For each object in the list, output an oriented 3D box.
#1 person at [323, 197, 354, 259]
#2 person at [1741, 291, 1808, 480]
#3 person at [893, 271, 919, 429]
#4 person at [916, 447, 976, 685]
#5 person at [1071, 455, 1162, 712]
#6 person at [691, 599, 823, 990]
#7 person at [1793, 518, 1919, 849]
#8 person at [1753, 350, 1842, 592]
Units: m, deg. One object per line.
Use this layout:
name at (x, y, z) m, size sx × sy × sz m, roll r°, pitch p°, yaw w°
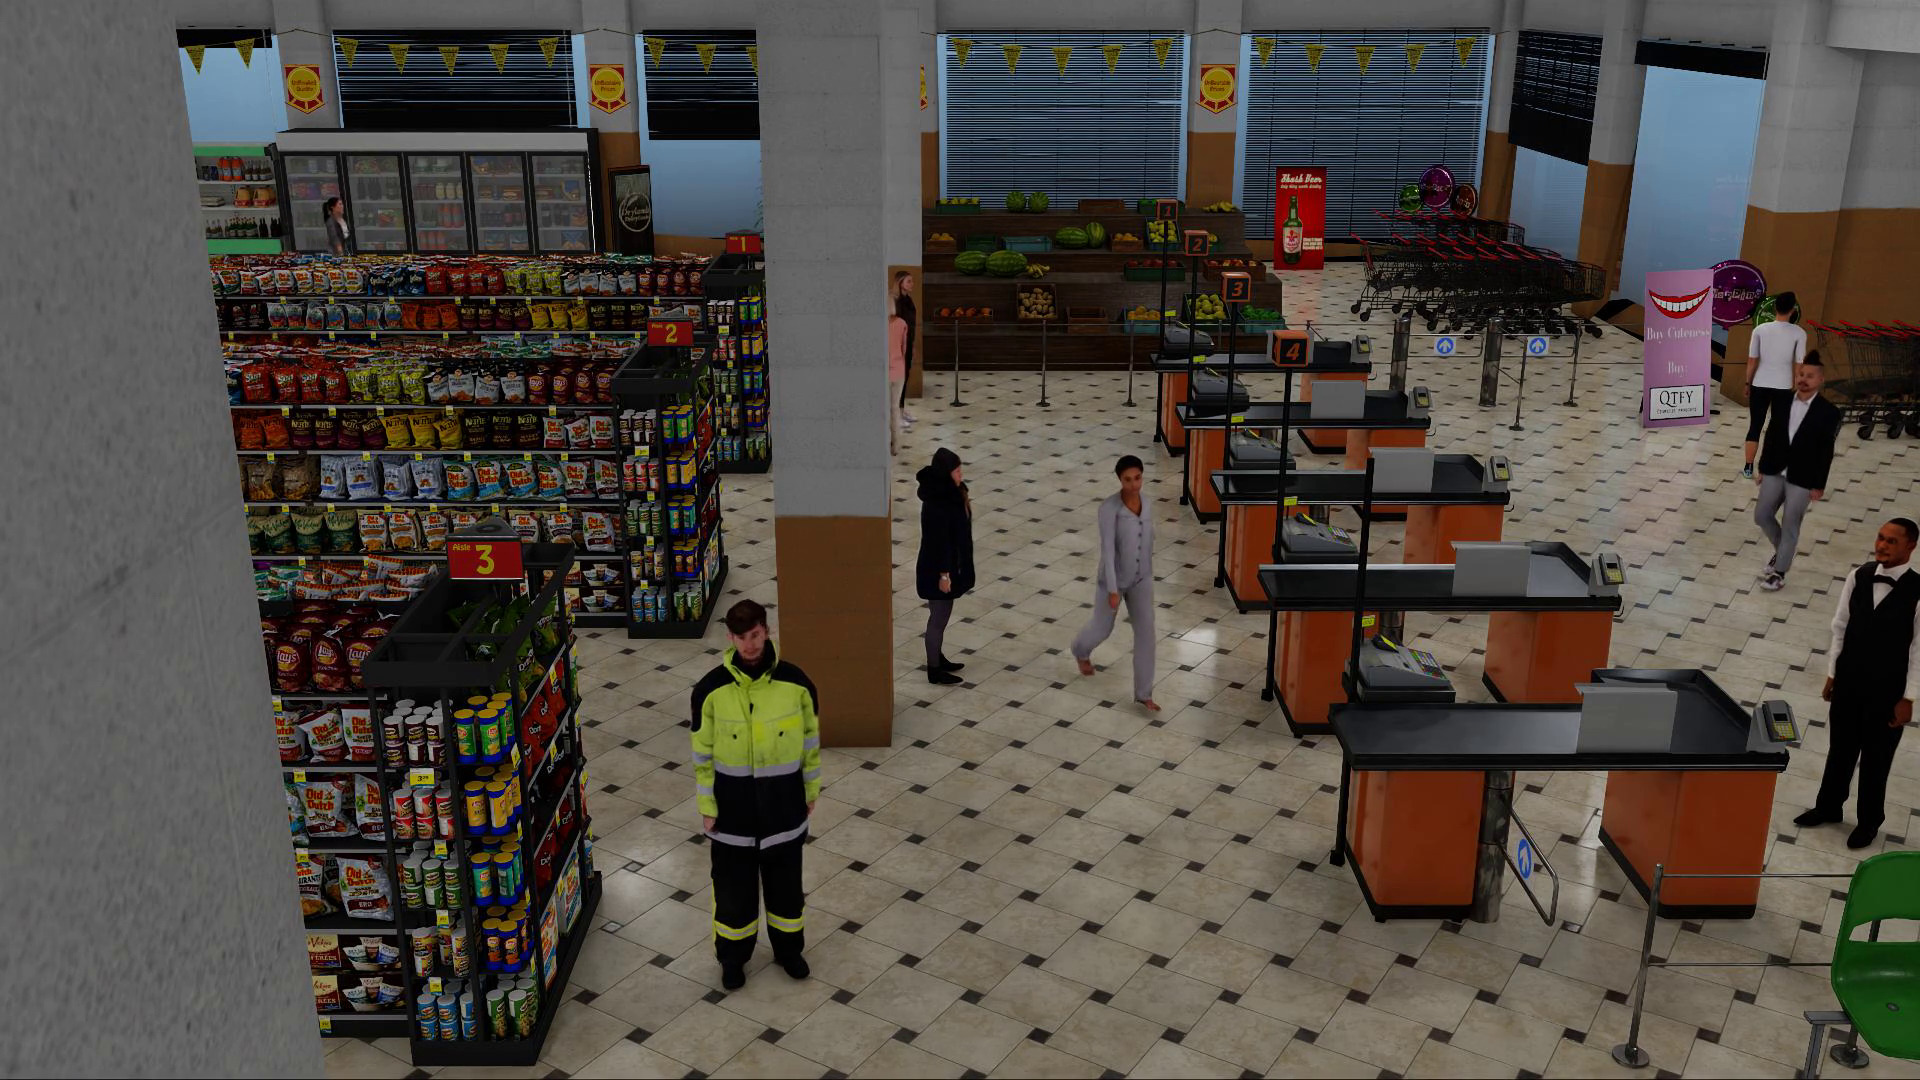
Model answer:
person at (-9.229, -4.180, 24.488) m, size 1.048 × 1.632 × 0.640 m, roll 0°, pitch 19°, yaw 1°
person at (7.913, -1.499, 16.195) m, size 0.708 × 1.851 × 0.809 m, roll 13°, pitch 22°, yaw 33°
person at (-0.646, -2.101, 18.221) m, size 0.629 × 1.696 × 0.668 m, roll 7°, pitch 20°, yaw 20°
person at (-0.122, 0.171, 11.518) m, size 0.645 × 1.674 × 0.676 m, roll 1°, pitch 19°, yaw 4°
person at (1.042, 0.253, 11.237) m, size 1.200 × 1.697 × 1.048 m, roll -9°, pitch 21°, yaw -26°
person at (-0.961, 1.207, 7.975) m, size 0.704 × 1.974 × 0.906 m, roll -7°, pitch 20°, yaw -20°
person at (5.123, 0.784, 9.318) m, size 0.776 × 1.918 × 0.779 m, roll -11°, pitch 22°, yaw -30°
person at (6.698, -0.564, 13.272) m, size 0.952 × 1.947 × 0.902 m, roll -13°, pitch 23°, yaw -34°
